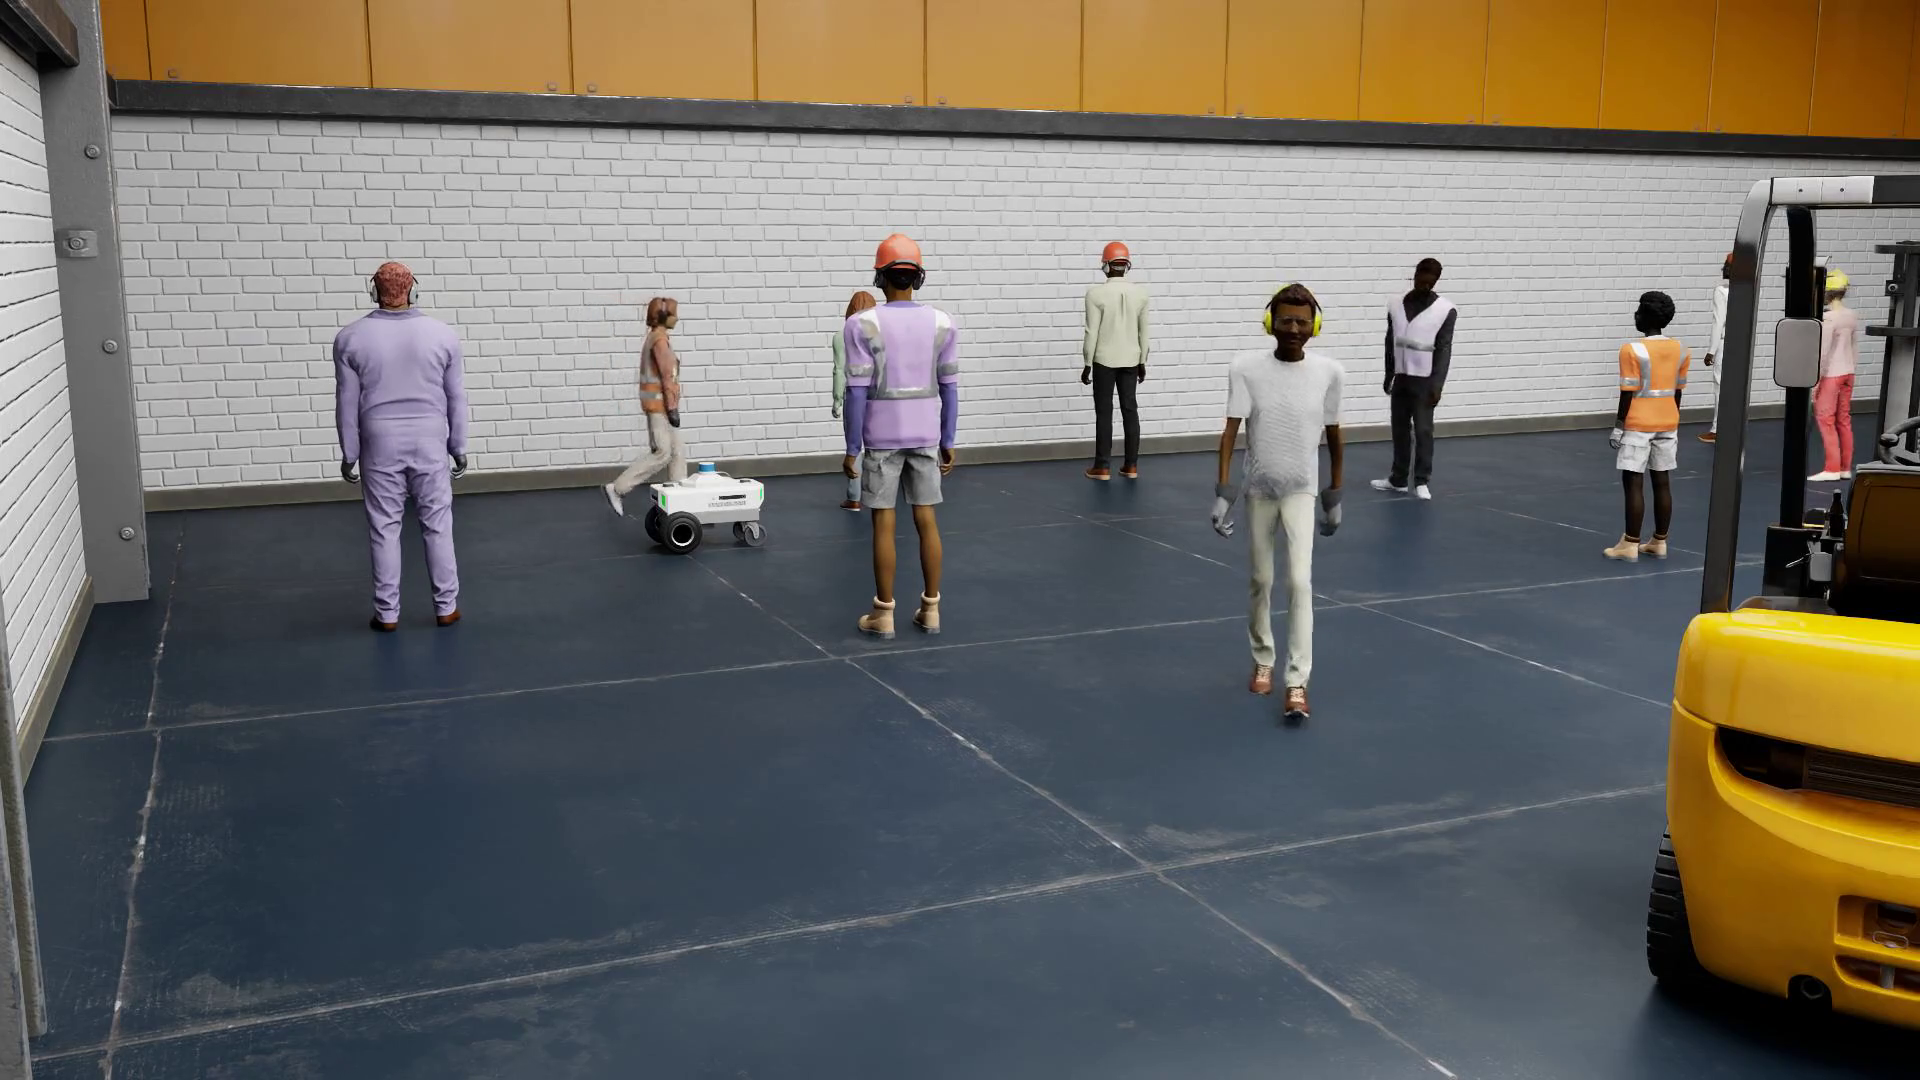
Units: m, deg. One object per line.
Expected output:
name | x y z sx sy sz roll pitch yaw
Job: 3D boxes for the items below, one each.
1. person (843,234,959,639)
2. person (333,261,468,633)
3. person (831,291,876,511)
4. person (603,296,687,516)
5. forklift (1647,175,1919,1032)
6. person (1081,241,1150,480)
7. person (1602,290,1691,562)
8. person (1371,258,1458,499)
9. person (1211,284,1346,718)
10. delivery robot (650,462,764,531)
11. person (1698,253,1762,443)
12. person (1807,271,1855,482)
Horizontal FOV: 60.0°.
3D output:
person | -0.311 -0.519 8.456 0.615 2.042 0.372 -4 11 -23
person | -2.875 -0.477 8.599 0.651 1.907 0.409 -4 11 -23
person | -0.717 -1.025 12.413 0.507 1.618 0.270 -4 11 -23
person | -2.220 -0.944 11.971 0.664 1.611 0.507 -2 10 -10
forklift | 2.810 0.094 4.662 1.214 2.155 2.313 7 12 34
person | 1.303 -1.504 14.016 0.622 1.993 0.381 -4 11 -23
person | 4.311 -0.709 10.447 0.541 1.700 0.315 -4 11 -23
person | 3.533 -1.266 13.054 0.393 1.873 0.768 -8 13 -36
person | 1.357 -0.163 7.107 0.531 1.826 0.916 2 11 12
delivery robot | -1.656 -0.268 10.917 0.707 0.478 0.477 -4 11 -23
person | 7.640 -1.900 16.501 0.584 1.884 0.347 -4 11 -23
person | 7.278 -1.355 13.901 0.559 1.749 0.414 -8 13 -38
